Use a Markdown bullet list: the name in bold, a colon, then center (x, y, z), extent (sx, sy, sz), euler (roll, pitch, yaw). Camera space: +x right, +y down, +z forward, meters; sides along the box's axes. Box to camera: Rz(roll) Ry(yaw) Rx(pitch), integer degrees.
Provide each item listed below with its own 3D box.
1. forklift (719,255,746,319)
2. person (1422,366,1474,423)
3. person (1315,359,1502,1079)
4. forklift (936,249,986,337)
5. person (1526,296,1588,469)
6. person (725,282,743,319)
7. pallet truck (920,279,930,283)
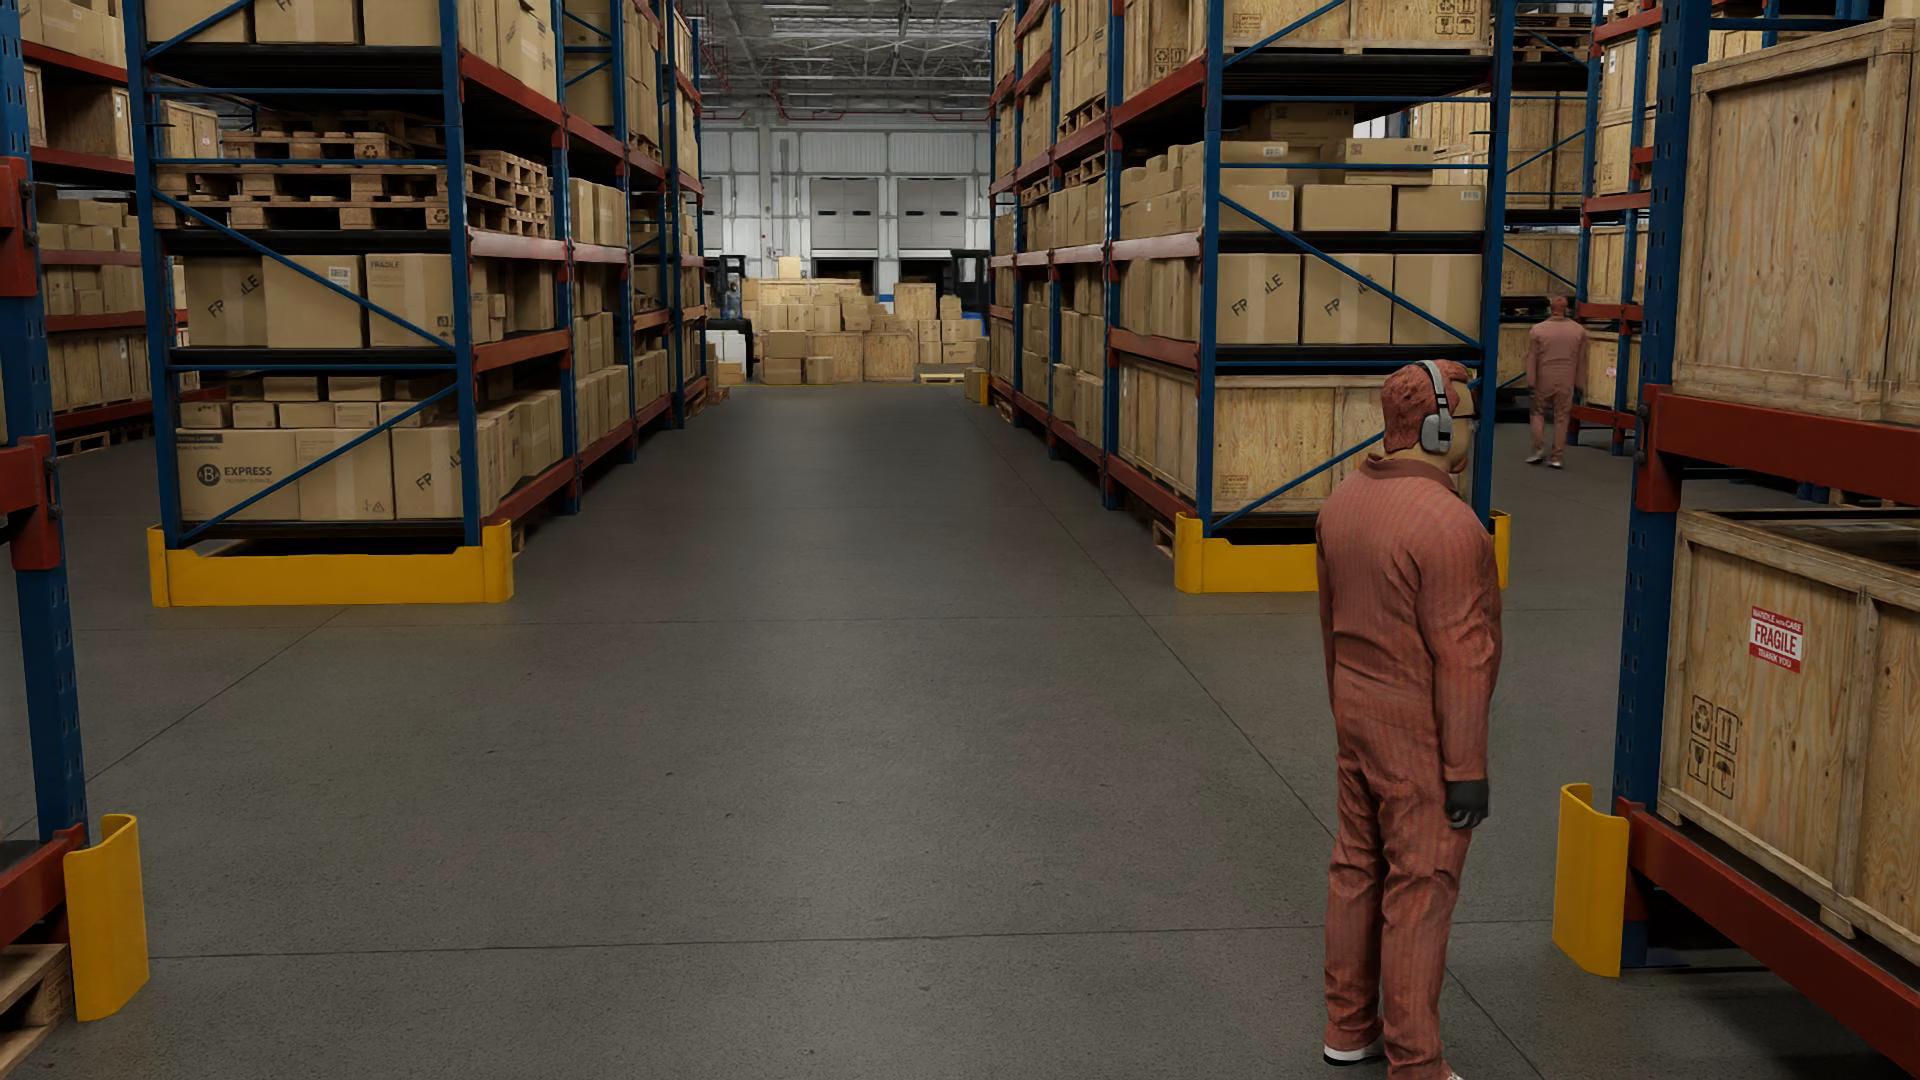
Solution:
- **forklift**: center (-7.876, -8.525, 57.858), extent (1.129, 2.768, 1.873), euler (-9, 12, -43)
- **person**: center (4.417, -1.117, 15.068), extent (0.319, 1.690, 0.530), euler (-7, 11, -37)
- **person**: center (1.167, 0.496, 4.260), extent (0.407, 1.910, 0.638), euler (-3, 9, -17)
- **forklift**: center (0.202, -6.630, 45.958), extent (1.129, 2.768, 1.873), euler (5, 10, 29)
- **person**: center (6.554, -1.749, 18.400), extent (0.673, 1.883, 0.703), euler (1, 9, 5)
- **person**: center (-7.434, -7.526, 54.616), extent (0.633, 1.918, 0.779), euler (-5, 10, -30)
- **pallet truck**: center (-0.932, -8.922, 63.114), extent (1.885, 1.965, 0.823), euler (2, 9, 13)
